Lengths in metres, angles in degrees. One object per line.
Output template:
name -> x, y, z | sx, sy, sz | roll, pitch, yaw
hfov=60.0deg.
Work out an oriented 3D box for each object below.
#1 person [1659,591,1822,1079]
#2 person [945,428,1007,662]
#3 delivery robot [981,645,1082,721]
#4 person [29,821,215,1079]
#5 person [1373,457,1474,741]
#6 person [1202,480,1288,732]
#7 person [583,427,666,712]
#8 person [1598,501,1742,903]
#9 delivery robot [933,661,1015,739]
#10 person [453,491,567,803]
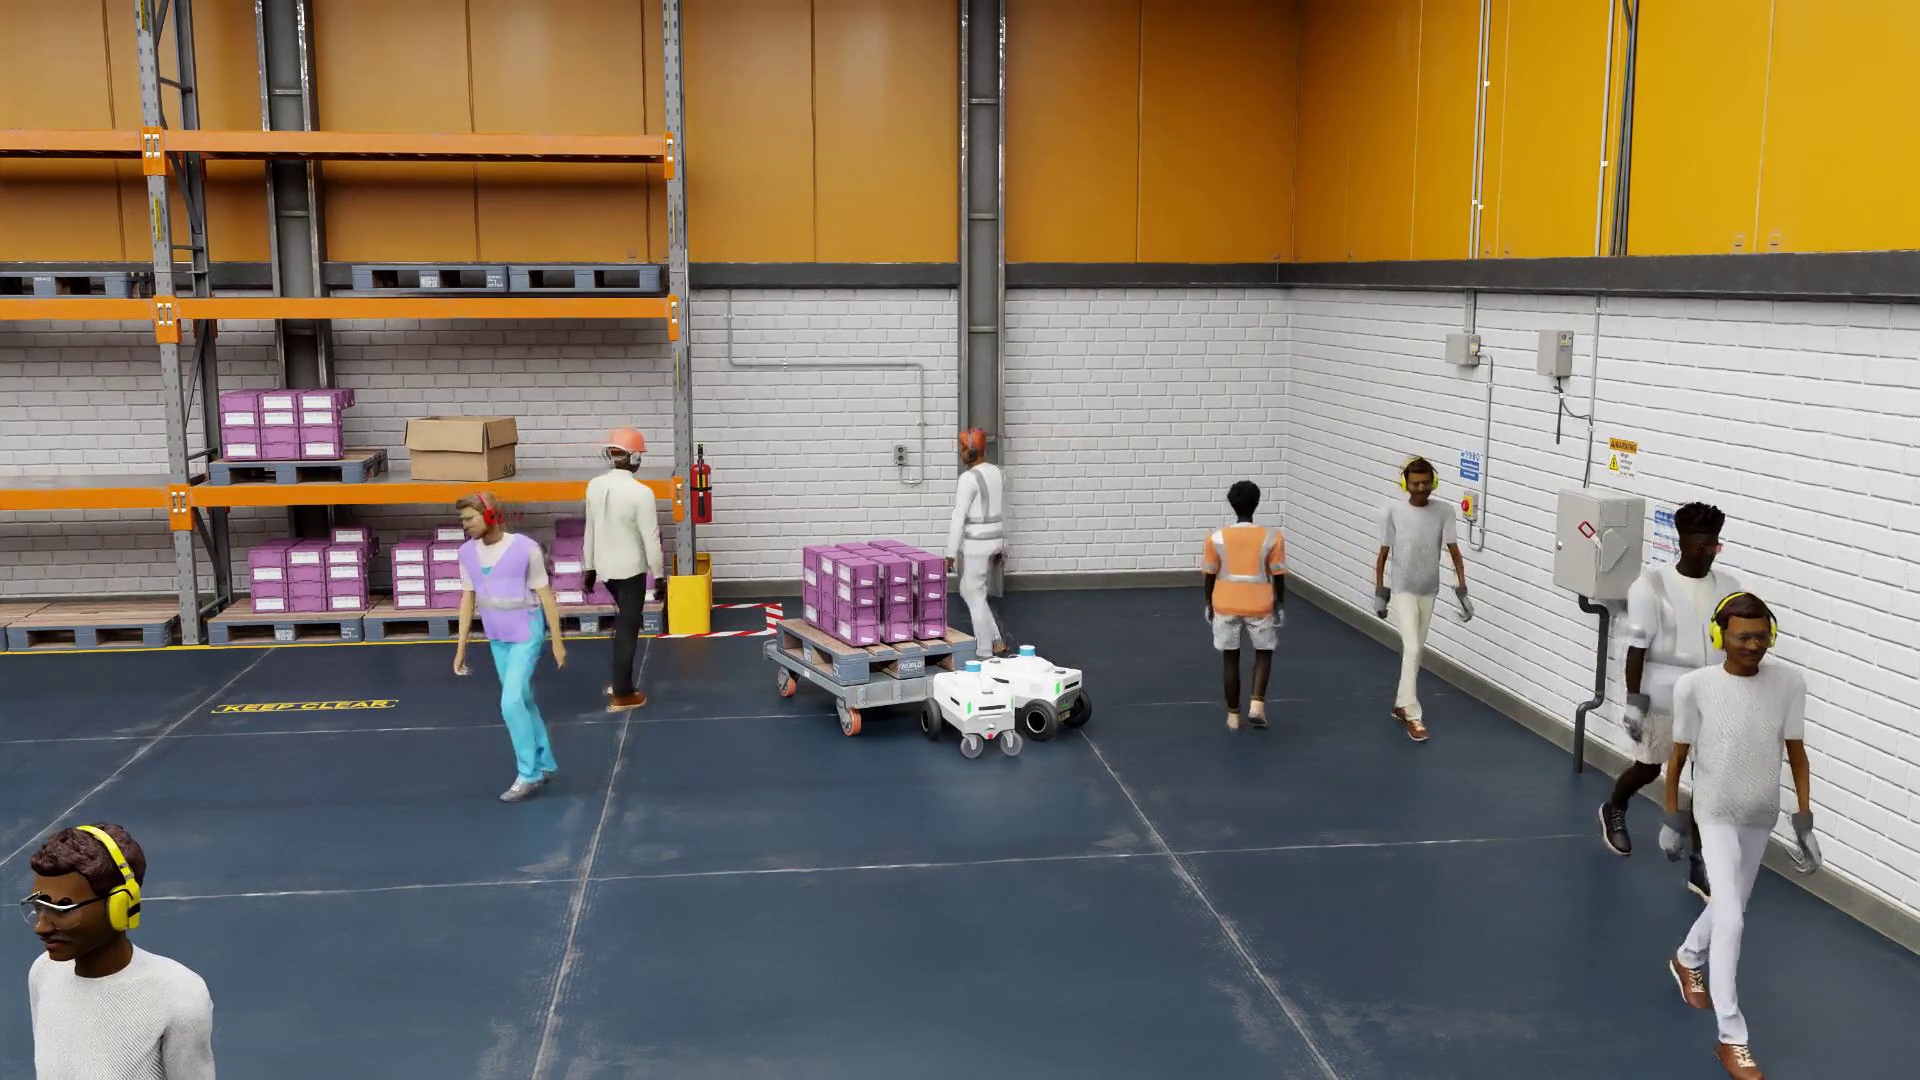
person -> 3.035, 1.083, 6.542 | 0.512, 1.831, 0.935 | 0, 9, -2
person -> 0.119, 0.065, 12.776 | 0.417, 1.865, 0.574 | 4, 10, 25
delivery robot -> 0.444, 0.945, 11.056 | 0.707, 0.478, 0.477 | 6, 11, 34
person -> -1.854, 1.522, 3.655 | 0.508, 1.872, 0.329 | 3, 10, 18
person -> 3.054, 0.383, 10.911 | 0.541, 1.830, 0.842 | -2, 9, -11
person -> 1.865, 0.444, 10.935 | 0.551, 1.681, 0.351 | 2, 9, 13
person -> -2.287, 0.198, 11.583 | 0.658, 1.973, 0.557 | 6, 11, 35
person -> 3.549, 0.748, 8.275 | 0.616, 1.935, 0.908 | -1, 9, -8
delivery robot -> 0.086, 1.015, 10.616 | 0.477, 0.478, 0.707 | -3, 10, -19
person -> -2.604, 0.600, 9.633 | 0.598, 1.791, 0.631 | 5, 11, 30
